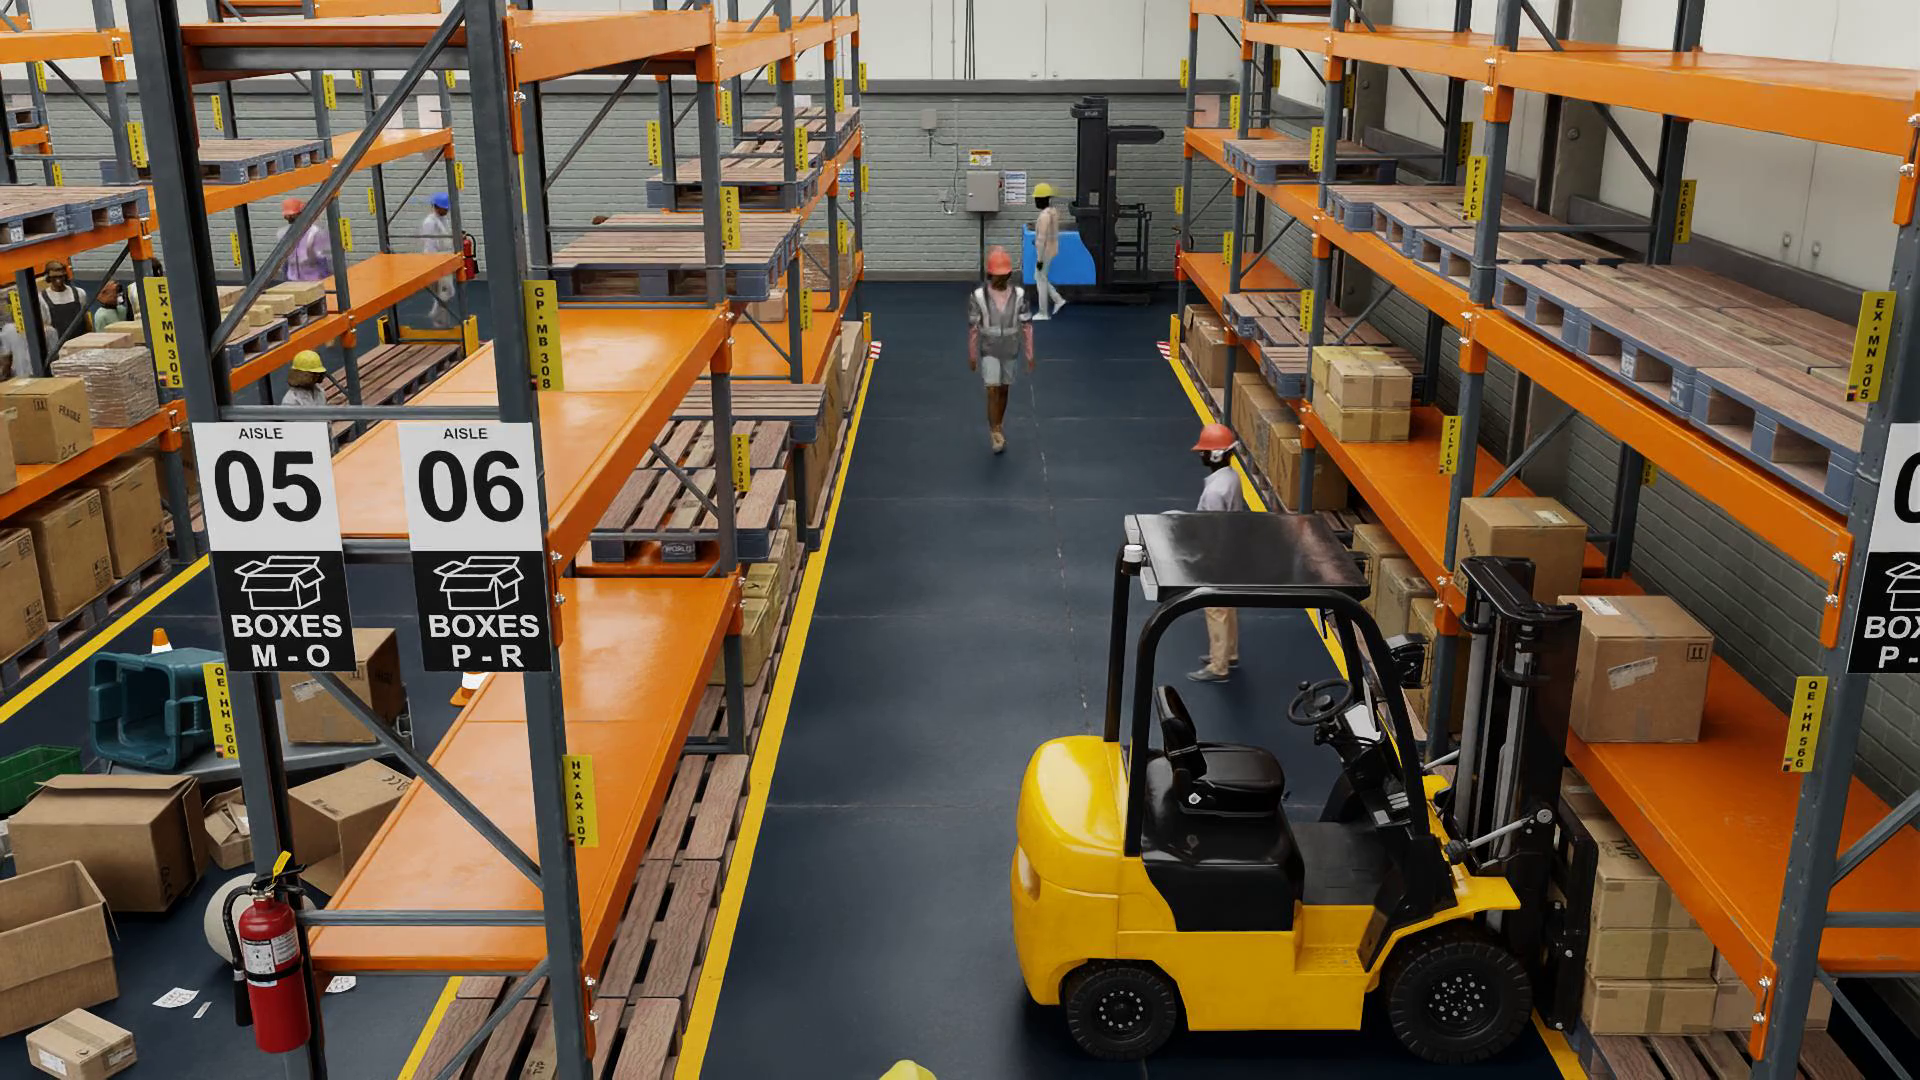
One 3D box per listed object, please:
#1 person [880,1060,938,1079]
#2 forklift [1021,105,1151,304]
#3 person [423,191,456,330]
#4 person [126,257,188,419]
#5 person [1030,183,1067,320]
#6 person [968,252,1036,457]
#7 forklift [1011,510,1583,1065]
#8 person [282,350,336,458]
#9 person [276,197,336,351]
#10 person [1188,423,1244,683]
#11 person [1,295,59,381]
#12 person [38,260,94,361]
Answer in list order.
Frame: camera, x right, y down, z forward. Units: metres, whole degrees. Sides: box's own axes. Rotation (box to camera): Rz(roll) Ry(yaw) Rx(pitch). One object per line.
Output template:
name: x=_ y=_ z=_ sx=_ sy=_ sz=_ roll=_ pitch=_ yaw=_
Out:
person: x=-0.129 y=2.210 z=4.558 sx=0.525 sy=1.769 sz=0.309 roll=-9 pitch=20 yaw=-25
forklift: x=1.857 y=-4.944 z=24.441 sx=1.873 sy=2.768 sz=1.129 roll=0 pitch=18 yaw=0
person: x=-6.880 y=-3.680 z=22.136 sx=0.480 sy=1.906 sz=0.716 roll=2 pitch=18 yaw=5
person: x=-8.264 y=-2.017 z=17.217 sx=0.620 sy=1.845 sz=0.429 roll=-4 pitch=19 yaw=-12
person: x=1.191 y=-3.997 z=23.098 sx=0.458 sy=1.908 sz=0.605 roll=4 pitch=19 yaw=12
person: x=0.413 y=-1.843 z=16.453 sx=0.635 sy=1.986 sz=1.040 roll=-3 pitch=18 yaw=-8
forklift: x=1.387 y=1.055 z=7.378 sx=2.313 sy=2.155 sz=1.214 roll=0 pitch=18 yaw=0
person: x=-5.151 y=-0.663 z=13.303 sx=0.322 sy=1.734 sz=0.488 roll=5 pitch=19 yaw=16
person: x=-8.110 y=-3.252 z=20.662 sx=0.632 sy=2.030 sz=0.638 roll=1 pitch=18 yaw=4
person: x=1.694 y=0.076 z=11.051 sx=0.357 sy=1.740 sz=0.564 roll=6 pitch=19 yaw=18
person: x=-8.470 y=-1.422 z=15.434 sx=0.561 sy=1.825 sz=0.922 roll=0 pitch=18 yaw=1
person: x=-9.126 y=-1.953 z=17.040 sx=0.522 sy=1.836 sz=0.351 roll=-17 pitch=25 yaw=-41
